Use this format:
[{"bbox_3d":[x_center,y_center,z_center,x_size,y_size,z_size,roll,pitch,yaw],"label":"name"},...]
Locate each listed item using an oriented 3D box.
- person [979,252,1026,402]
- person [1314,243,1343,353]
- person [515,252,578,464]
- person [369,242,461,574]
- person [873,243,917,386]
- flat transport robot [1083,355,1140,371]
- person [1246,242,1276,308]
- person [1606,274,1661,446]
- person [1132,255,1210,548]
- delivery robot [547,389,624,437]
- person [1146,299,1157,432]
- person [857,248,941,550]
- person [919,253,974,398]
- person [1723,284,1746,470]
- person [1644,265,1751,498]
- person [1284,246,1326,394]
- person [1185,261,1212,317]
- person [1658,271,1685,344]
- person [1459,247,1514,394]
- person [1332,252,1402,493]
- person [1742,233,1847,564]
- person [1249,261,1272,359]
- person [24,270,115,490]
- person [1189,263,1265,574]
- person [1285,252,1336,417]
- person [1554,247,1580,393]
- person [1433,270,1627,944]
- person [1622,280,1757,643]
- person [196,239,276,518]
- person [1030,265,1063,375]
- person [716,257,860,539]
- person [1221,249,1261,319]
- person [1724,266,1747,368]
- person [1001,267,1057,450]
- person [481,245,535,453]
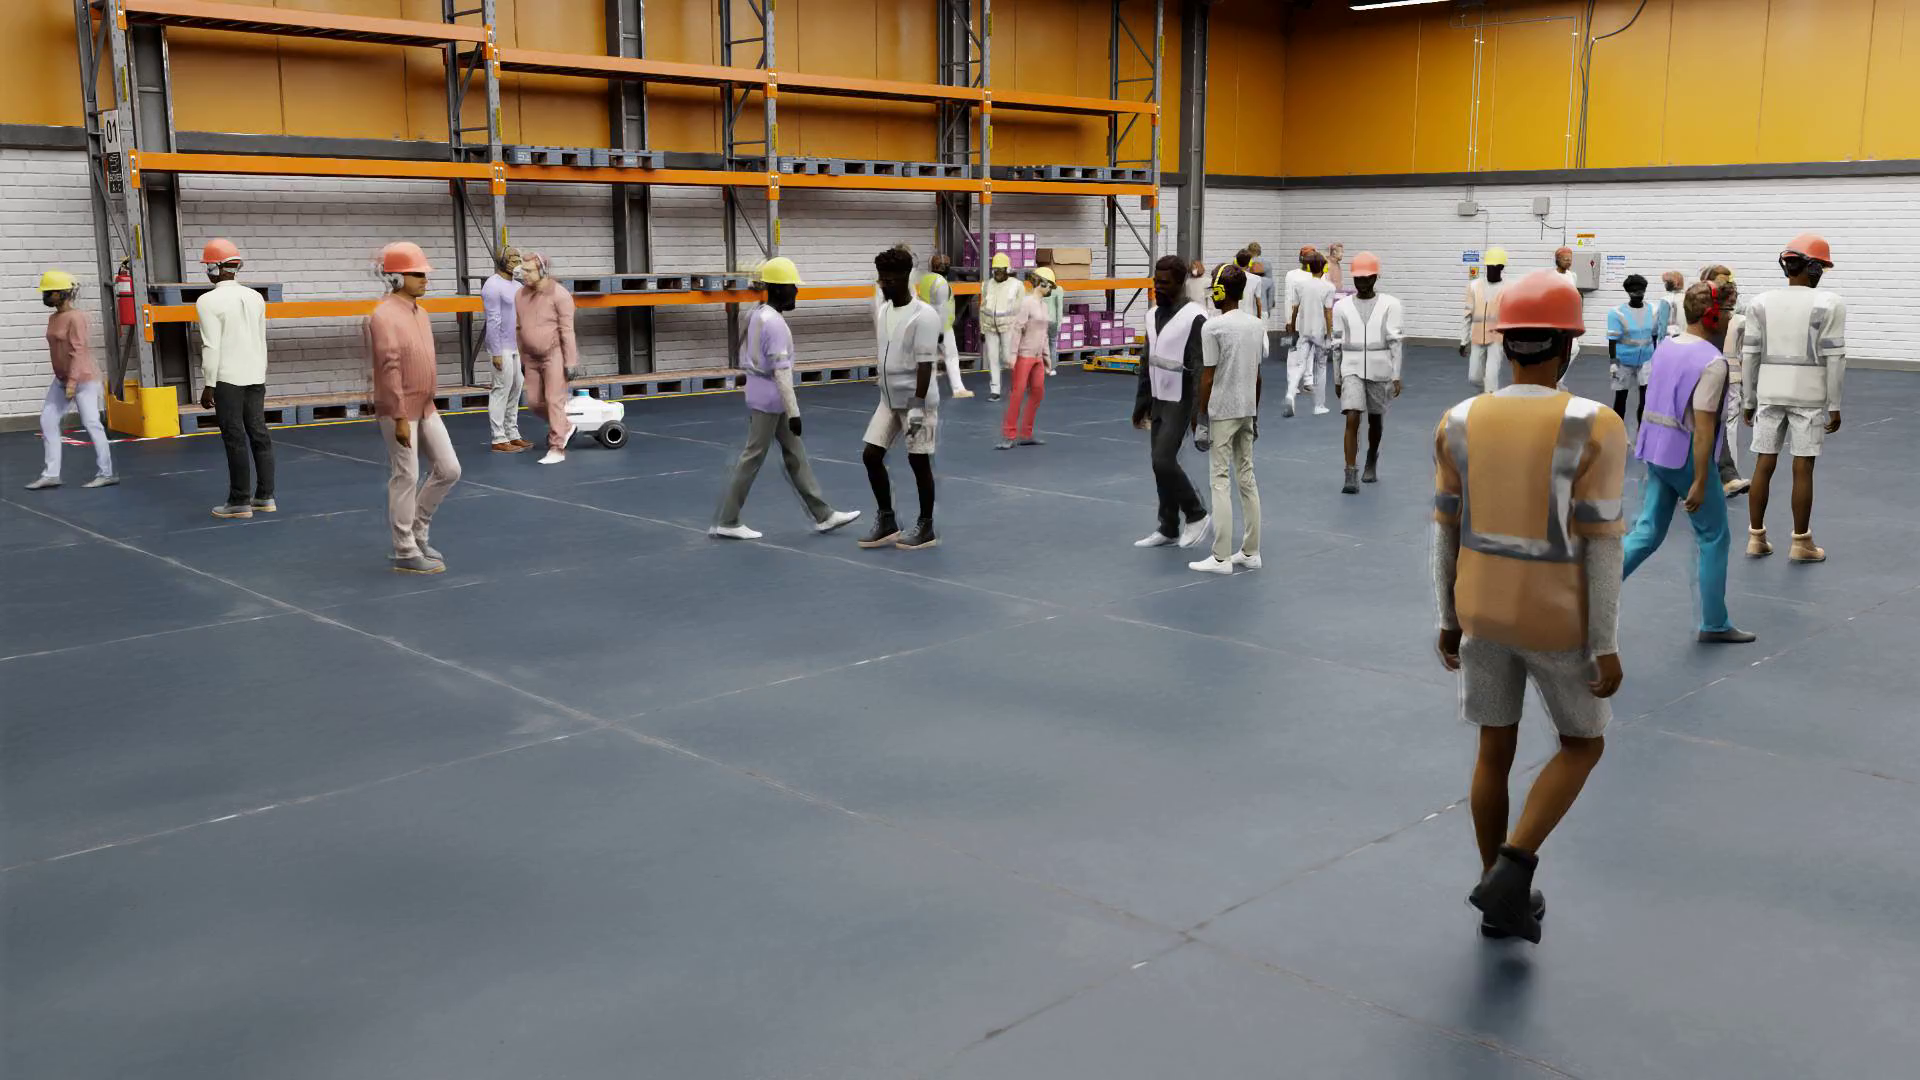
[{"bbox_3d":[0.529,-2.612,20.400,0.598,1.813,0.621,4,11,23],"label":"person"},{"bbox_3d":[6.400,-4.111,28.403,0.802,1.874,0.659,7,13,34],"label":"person"},{"bbox_3d":[-3.649,-1.629,14.893,0.657,1.880,0.627,6,12,28],"label":"person"},{"bbox_3d":[-3.251,-0.765,9.889,0.433,1.979,0.616,2,11,11],"label":"person"},{"bbox_3d":[-0.838,-3.024,22.400,0.712,1.905,0.554,-8,13,-37],"label":"person"},{"bbox_3d":[2.567,-2.594,24.516,0.652,0.197,1.431,-10,14,-44],"label":"flat transport robot"},{"bbox_3d":[4.892,-3.973,27.585,0.649,1.902,0.805,6,12,28],"label":"person"},{"bbox_3d":[6.376,-1.694,15.815,0.557,1.651,0.561,-1,10,-3],"label":"person"},{"bbox_3d":[1.359,-0.871,10.694,0.448,1.900,0.644,-4,11,-23],"label":"person"},{"bbox_3d":[-3.575,-1.190,15.830,0.707,0.478,0.477,-4,11,-21],"label":"delivery robot"},{"bbox_3d":[2.085,-1.963,17.216,0.323,1.689,0.535,1,10,6],"label":"person"},{"bbox_3d":[-0.405,-0.880,10.613,0.656,1.937,0.633,-10,14,-42],"label":"person"},{"bbox_3d":[-0.318,-2.646,20.639,0.929,1.808,0.630,-6,12,-28],"label":"person"},{"bbox_3d":[6.213,-1.285,13.648,0.523,1.637,0.310,4,11,20],"label":"person"},{"bbox_3d":[5.768,-1.233,12.943,0.508,1.787,1.023,-3,11,-15],"label":"person"},{"bbox_3d":[4.418,-2.810,21.296,0.575,1.885,0.355,-4,11,-20],"label":"person"},{"bbox_3d":[3.974,-3.822,27.563,0.507,1.607,0.635,7,12,33],"label":"person"},{"bbox_3d":[8.129,-2.234,18.850,0.527,1.620,0.460,-6,12,-31],"label":"person"},{"bbox_3d":[5.555,-2.099,17.350,0.595,1.910,0.711,9,14,41],"label":"person"},{"bbox_3d":[3.255,-1.354,13.332,0.555,1.903,0.960,3,11,16],"label":"person"},{"bbox_3d":[5.168,-0.873,10.321,0.393,2.036,0.605,-9,14,-40],"label":"person"},{"bbox_3d":[4.784,-3.670,26.710,0.510,1.613,0.568,-1,10,-6],"label":"person"},{"bbox_3d":[-7.113,-1.243,13.150,0.530,1.741,0.746,7,12,33],"label":"person"},{"bbox_3d":[1.617,-0.726,10.017,0.506,1.861,0.328,-8,13,-38],"label":"person"},{"bbox_3d":[3.910,-2.297,18.644,0.525,1.842,0.872,7,12,33],"label":"person"},{"bbox_3d":[7.602,-2.760,21.061,0.615,1.866,0.467,-6,12,-29],"label":"person"},{"bbox_3d":[1.580,0.215,4.673,0.576,1.926,0.449,10,14,44],"label":"person"},{"bbox_3d":[3.505,-0.371,8.191,0.883,1.816,0.572,-2,11,-9],"label":"person"},{"bbox_3d":[-5.233,-1.157,11.974,0.391,1.995,0.613,4,11,18],"label":"person"},{"bbox_3d":[1.224,-3.128,23.808,0.503,1.607,0.795,2,11,12],"label":"person"},{"bbox_3d":[-1.179,-0.927,11.054,1.003,1.867,0.606,-2,11,-9],"label":"person"},{"bbox_3d":[3.540,-2.745,21.049,0.553,1.842,0.723,0,10,2],"label":"person"},{"bbox_3d":[7.457,-1.826,16.365,0.490,1.729,0.577,4,11,22],"label":"person"},{"bbox_3d":[0.645,-1.722,15.812,0.354,1.719,0.692,6,12,32],"label":"person"},{"bbox_3d":[-4.224,-1.771,15.520,0.369,1.932,0.623,3,11,14],"label":"person"}]
